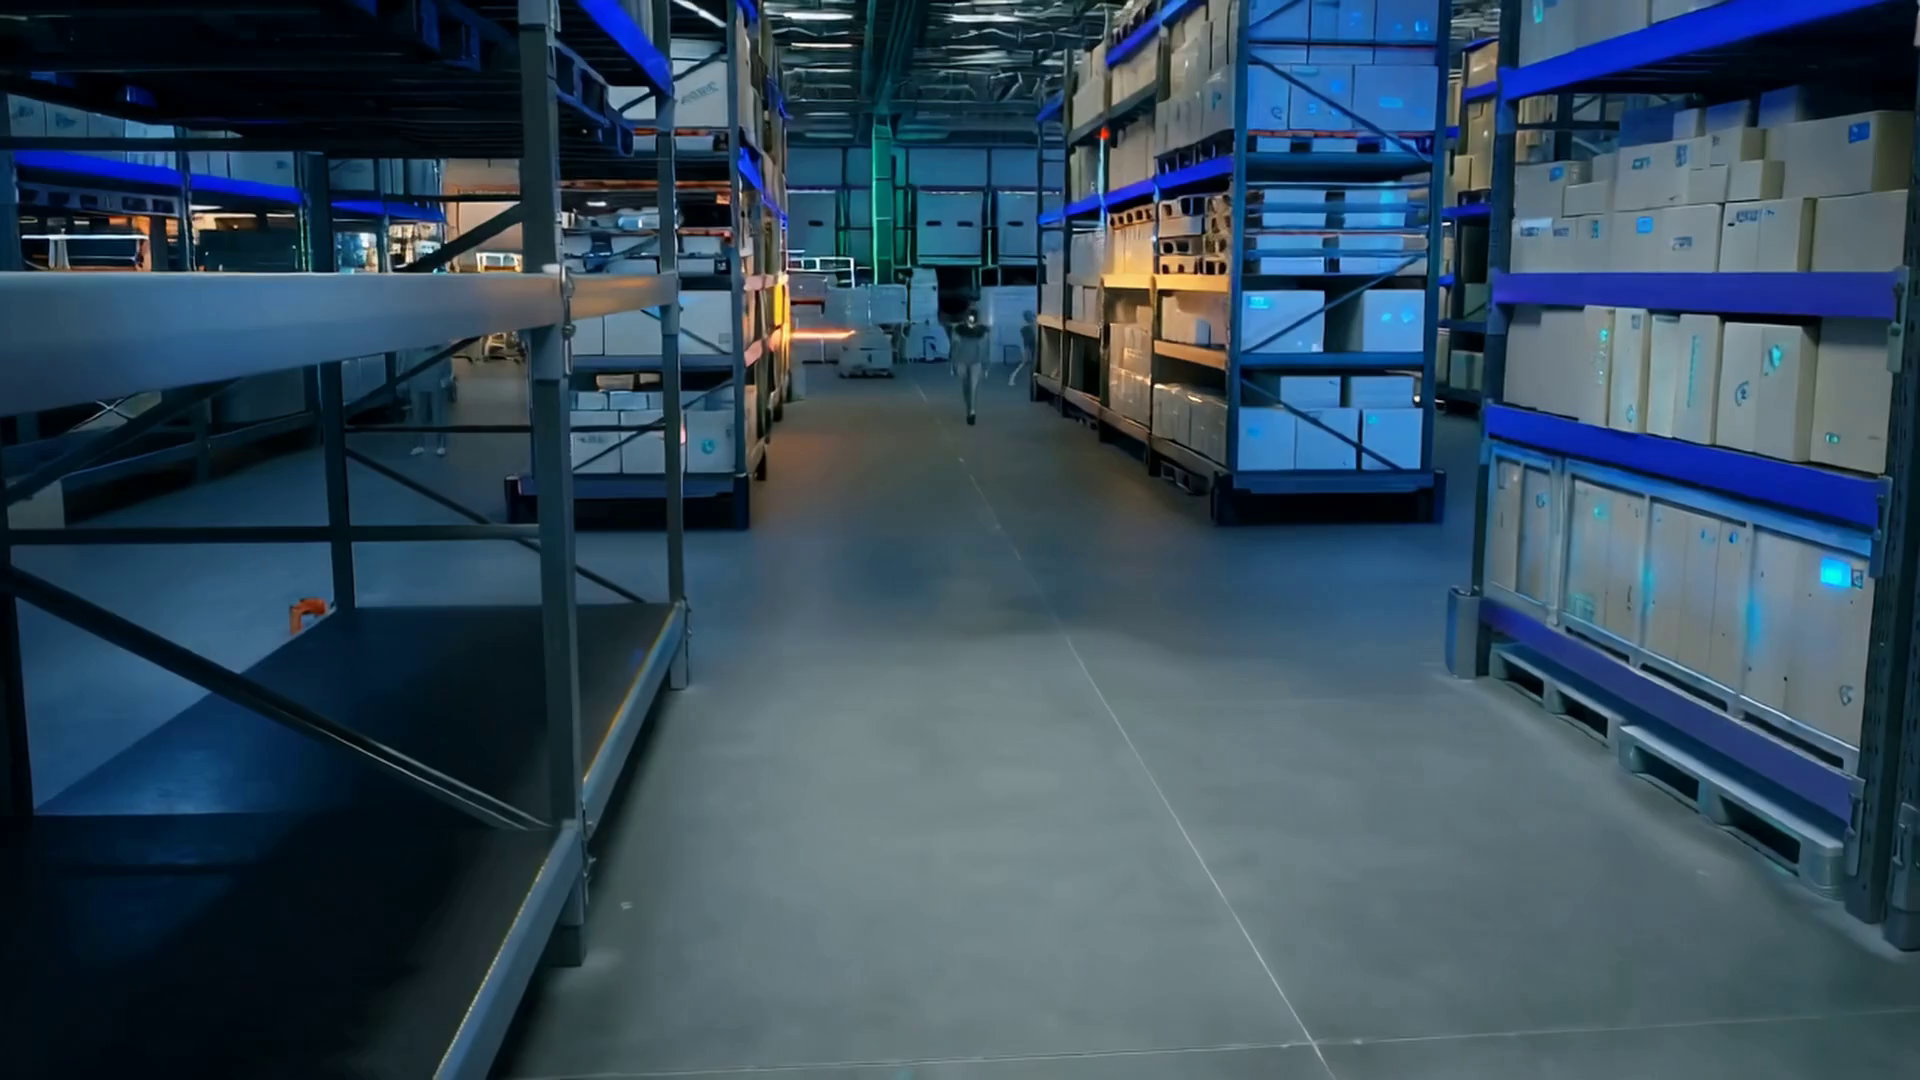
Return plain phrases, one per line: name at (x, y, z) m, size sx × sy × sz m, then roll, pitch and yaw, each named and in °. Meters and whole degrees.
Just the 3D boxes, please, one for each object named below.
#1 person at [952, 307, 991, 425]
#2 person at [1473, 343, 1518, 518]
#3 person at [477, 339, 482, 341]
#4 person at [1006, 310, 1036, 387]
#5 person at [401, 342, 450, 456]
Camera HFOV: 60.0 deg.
person at (0.193, -2.842, 27.068) m, size 0.627 × 1.908 × 0.982 m, roll 1°, pitch 9°, yaw 9°
person at (5.517, -1.217, 16.538) m, size 0.824 × 2.014 × 0.609 m, roll -6°, pitch 11°, yaw -34°
person at (-17.578, -8.154, 60.445) m, size 0.353 × 1.886 × 0.573 m, roll -4°, pitch 10°, yaw -21°
person at (1.376, -4.084, 35.577) m, size 0.804 × 1.667 × 0.540 m, roll 2°, pitch 9°, yaw 12°
person at (-7.137, -2.071, 22.182) m, size 0.651 × 1.906 × 0.403 m, roll 1°, pitch 9°, yaw 7°
